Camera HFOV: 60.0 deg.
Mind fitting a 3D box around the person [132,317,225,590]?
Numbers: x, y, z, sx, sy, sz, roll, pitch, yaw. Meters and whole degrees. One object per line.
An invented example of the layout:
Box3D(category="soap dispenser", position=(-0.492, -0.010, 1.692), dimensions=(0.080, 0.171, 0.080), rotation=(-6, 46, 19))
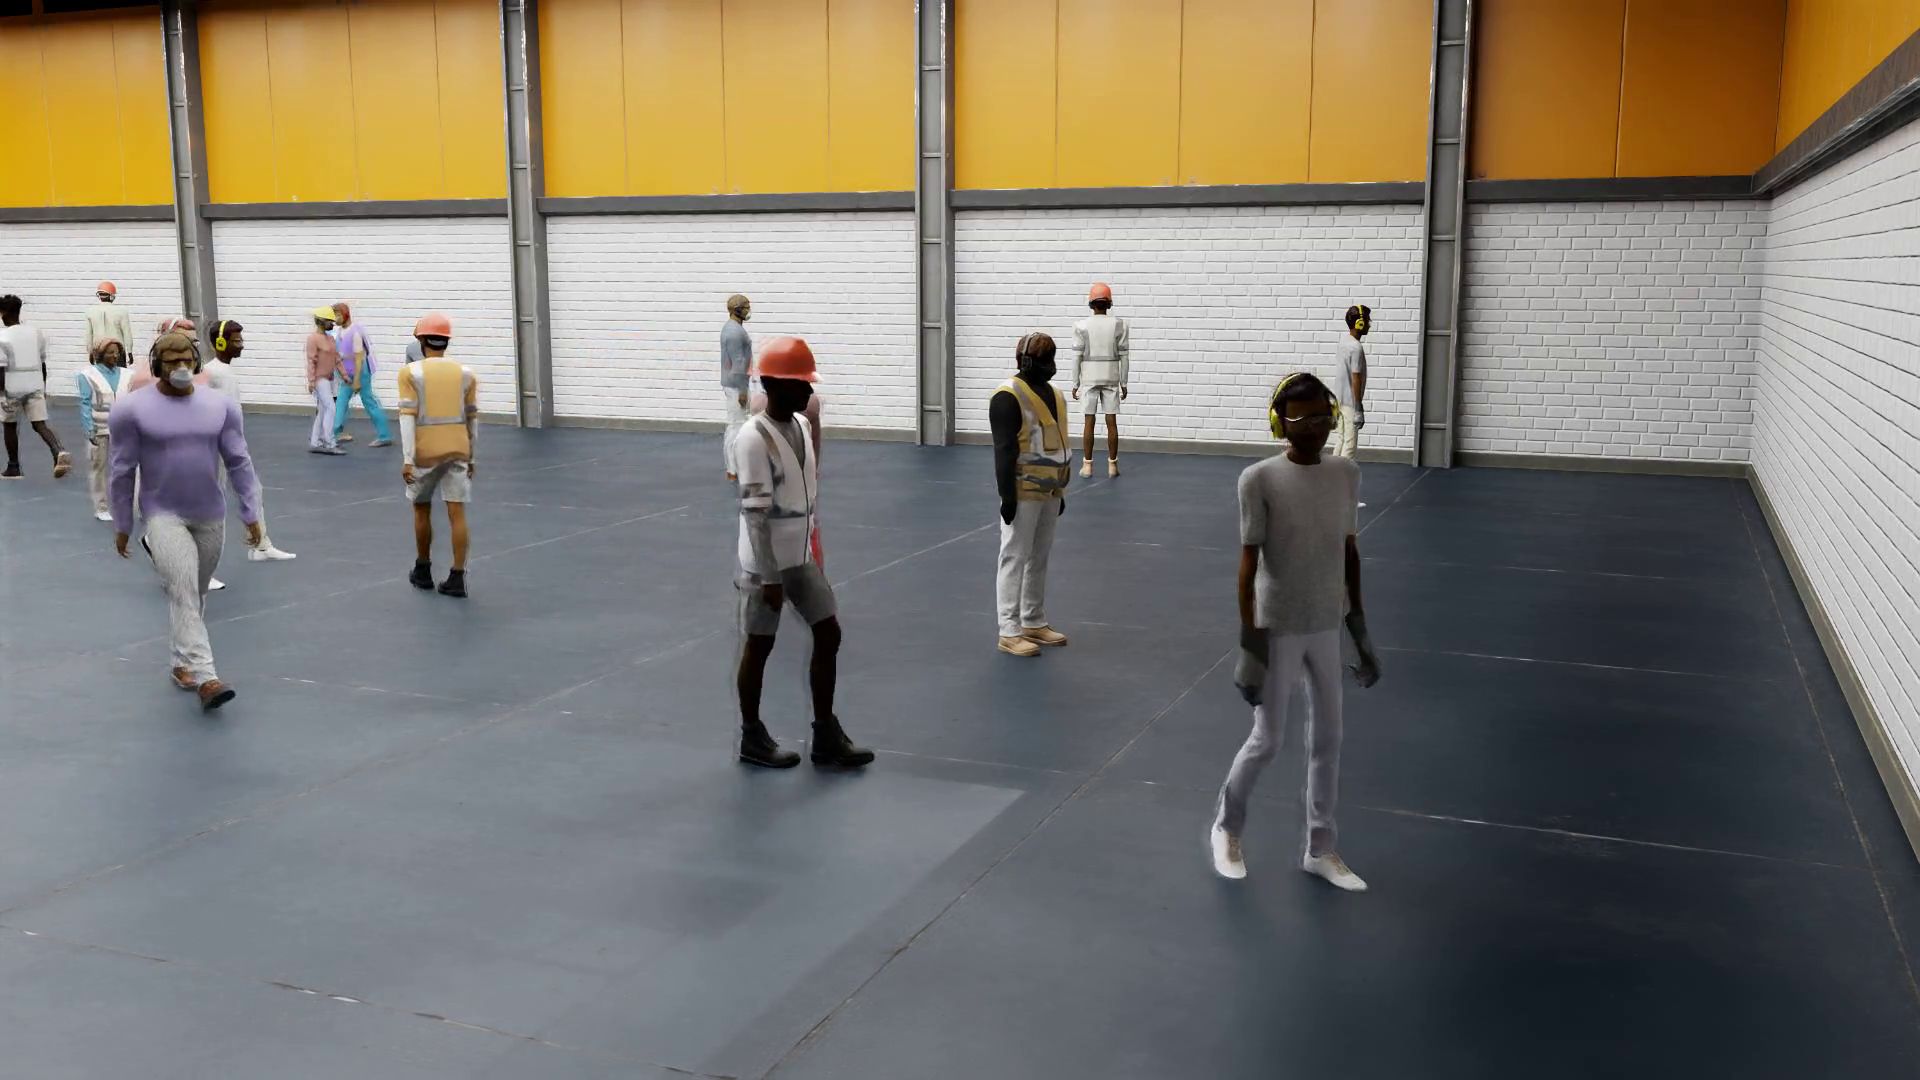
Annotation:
Box3D(category="person", position=(-5.391, -0.582, 11.373), dimensions=(0.629, 1.875, 0.696), rotation=(2, 10, 13))

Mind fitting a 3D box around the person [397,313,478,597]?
Box3D(category="person", position=(-3.574, -0.584, 11.321), dimensions=(0.578, 1.894, 0.847), rotation=(-7, 12, -36))

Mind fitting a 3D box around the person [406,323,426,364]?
Box3D(category="person", position=(-6.007, -1.684, 18.775), dimensions=(0.507, 1.632, 0.268), rotation=(3, 10, 19))

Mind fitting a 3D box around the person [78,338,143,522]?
Box3D(category="person", position=(-7.261, -0.924, 14.287), dimensions=(0.858, 1.596, 0.518), rotation=(8, 13, 41))

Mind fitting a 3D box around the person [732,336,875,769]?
Box3D(category="person", position=(-0.682, 0.086, 7.203), dimensions=(0.764, 1.910, 0.580), rotation=(5, 10, 26))

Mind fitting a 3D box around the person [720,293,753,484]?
Box3D(category="person", position=(-2.261, -1.544, 17.007), dimensions=(0.372, 1.940, 0.632), rotation=(-2, 10, -13))

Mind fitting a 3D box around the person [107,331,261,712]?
Box3D(category="person", position=(-3.884, -0.102, 8.419), dimensions=(0.656, 1.883, 1.005), rotation=(-9, 13, -43))

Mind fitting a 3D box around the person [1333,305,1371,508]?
Box3D(category="person", position=(3.596, -1.223, 15.297), dimensions=(0.331, 1.864, 0.509), rotation=(-1, 9, -5))

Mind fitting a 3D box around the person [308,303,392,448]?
Box3D(category="person", position=(-7.391, -1.977, 20.126), dimensions=(1.001, 1.769, 0.631), rotation=(-9, 13, -42))

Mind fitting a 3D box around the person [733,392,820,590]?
Box3D(category="person", position=(-1.181, -0.427, 10.871), dimensions=(0.534, 1.725, 0.863), rotation=(-6, 11, -33))

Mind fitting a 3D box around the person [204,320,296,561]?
Box3D(category="person", position=(-5.518, -0.716, 12.351), dimensions=(0.886, 1.833, 0.484), rotation=(-1, 9, -9))

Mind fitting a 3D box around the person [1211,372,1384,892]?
Box3D(category="person", position=(1.225, 0.326, 5.977), dimensions=(0.593, 1.858, 0.549), rotation=(-4, 10, -23))

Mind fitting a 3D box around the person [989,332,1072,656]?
Box3D(category="person", position=(0.426, -0.270, 9.581), dimensions=(0.430, 1.843, 0.625), rotation=(6, 11, 34))

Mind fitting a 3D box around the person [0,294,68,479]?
Box3D(category="person", position=(-9.655, -1.572, 17.184), dimensions=(0.839, 1.938, 0.608), rotation=(6, 11, 32))

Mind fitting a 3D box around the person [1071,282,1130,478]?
Box3D(category="person", position=(1.466, -1.671, 17.447), dimensions=(0.607, 2.048, 0.370), rotation=(0, 9, -1))

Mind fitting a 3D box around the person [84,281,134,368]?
Box3D(category="person", position=(-12.189, -2.705, 23.871), dimensions=(0.623, 1.992, 0.397), rotation=(-1, 9, -9))

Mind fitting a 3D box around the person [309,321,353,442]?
Box3D(category="person", position=(-7.956, -2.078, 20.966), dimensions=(0.535, 1.700, 0.318), rotation=(2, 10, 15))

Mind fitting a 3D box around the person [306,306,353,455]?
Box3D(category="person", position=(-7.437, -1.872, 19.574), dimensions=(0.585, 1.739, 0.547), rotation=(1, 9, 4))
